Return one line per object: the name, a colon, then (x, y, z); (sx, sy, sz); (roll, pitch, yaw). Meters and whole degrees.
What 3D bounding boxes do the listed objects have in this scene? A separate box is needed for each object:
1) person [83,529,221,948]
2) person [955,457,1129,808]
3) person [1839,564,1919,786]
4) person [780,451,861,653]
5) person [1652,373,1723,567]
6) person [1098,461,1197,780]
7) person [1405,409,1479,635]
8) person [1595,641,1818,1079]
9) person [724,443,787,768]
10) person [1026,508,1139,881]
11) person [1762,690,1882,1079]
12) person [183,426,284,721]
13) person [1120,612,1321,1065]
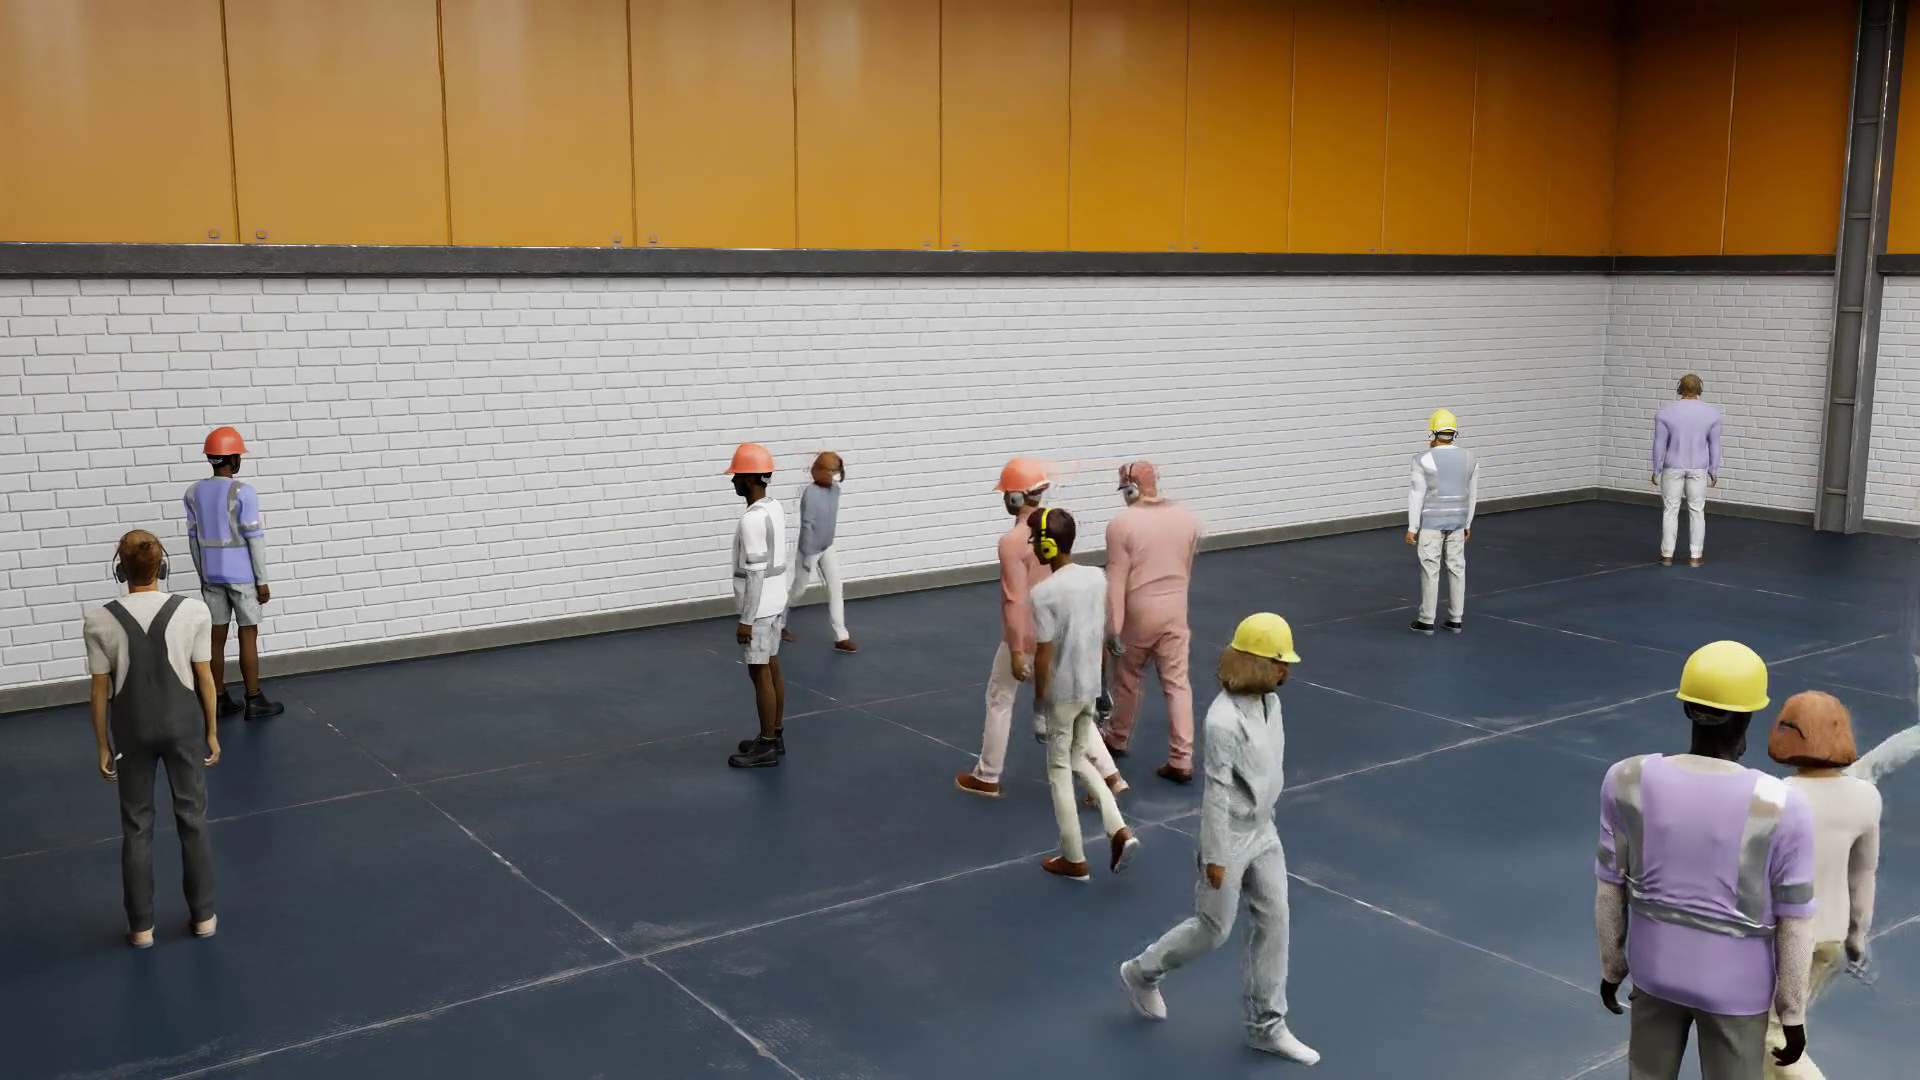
person: (-3.518, 0.866, 7.290); (0.501, 1.839, 0.341); (-4, 10, -23)
person: (0.465, 0.514, 9.138); (1.035, 1.945, 0.615); (7, 12, 38)
person: (5.084, 0.607, 8.646); (0.887, 1.913, 0.644); (6, 11, 31)
person: (-1.162, 0.070, 12.991); (0.856, 1.574, 0.502); (6, 11, 34)
person: (7.233, -0.695, 16.589); (0.635, 1.936, 0.355); (3, 10, 16)
person: (1.082, 0.457, 9.784); (0.650, 1.843, 0.981); (-4, 10, -25)
person: (3.894, -0.144, 13.508); (0.588, 1.835, 0.404); (-2, 9, -12)
person: (2.099, 1.234, 4.720); (0.585, 1.929, 0.371); (8, 12, 41)
person: (-1.216, 0.389, 9.906); (0.356, 1.938, 0.543); (1, 9, 7)
person: (0.562, 0.757, 7.906); (0.560, 1.846, 0.476); (-8, 12, -41)
person: (2.736, 1.289, 5.359); (0.507, 1.605, 0.714); (-2, 10, -14)
person: (-4.777, 0.223, 10.924); (0.543, 1.939, 0.356); (2, 10, 14)
person: (0.989, 1.093, 6.279); (0.743, 1.709, 0.525); (7, 12, 37)
